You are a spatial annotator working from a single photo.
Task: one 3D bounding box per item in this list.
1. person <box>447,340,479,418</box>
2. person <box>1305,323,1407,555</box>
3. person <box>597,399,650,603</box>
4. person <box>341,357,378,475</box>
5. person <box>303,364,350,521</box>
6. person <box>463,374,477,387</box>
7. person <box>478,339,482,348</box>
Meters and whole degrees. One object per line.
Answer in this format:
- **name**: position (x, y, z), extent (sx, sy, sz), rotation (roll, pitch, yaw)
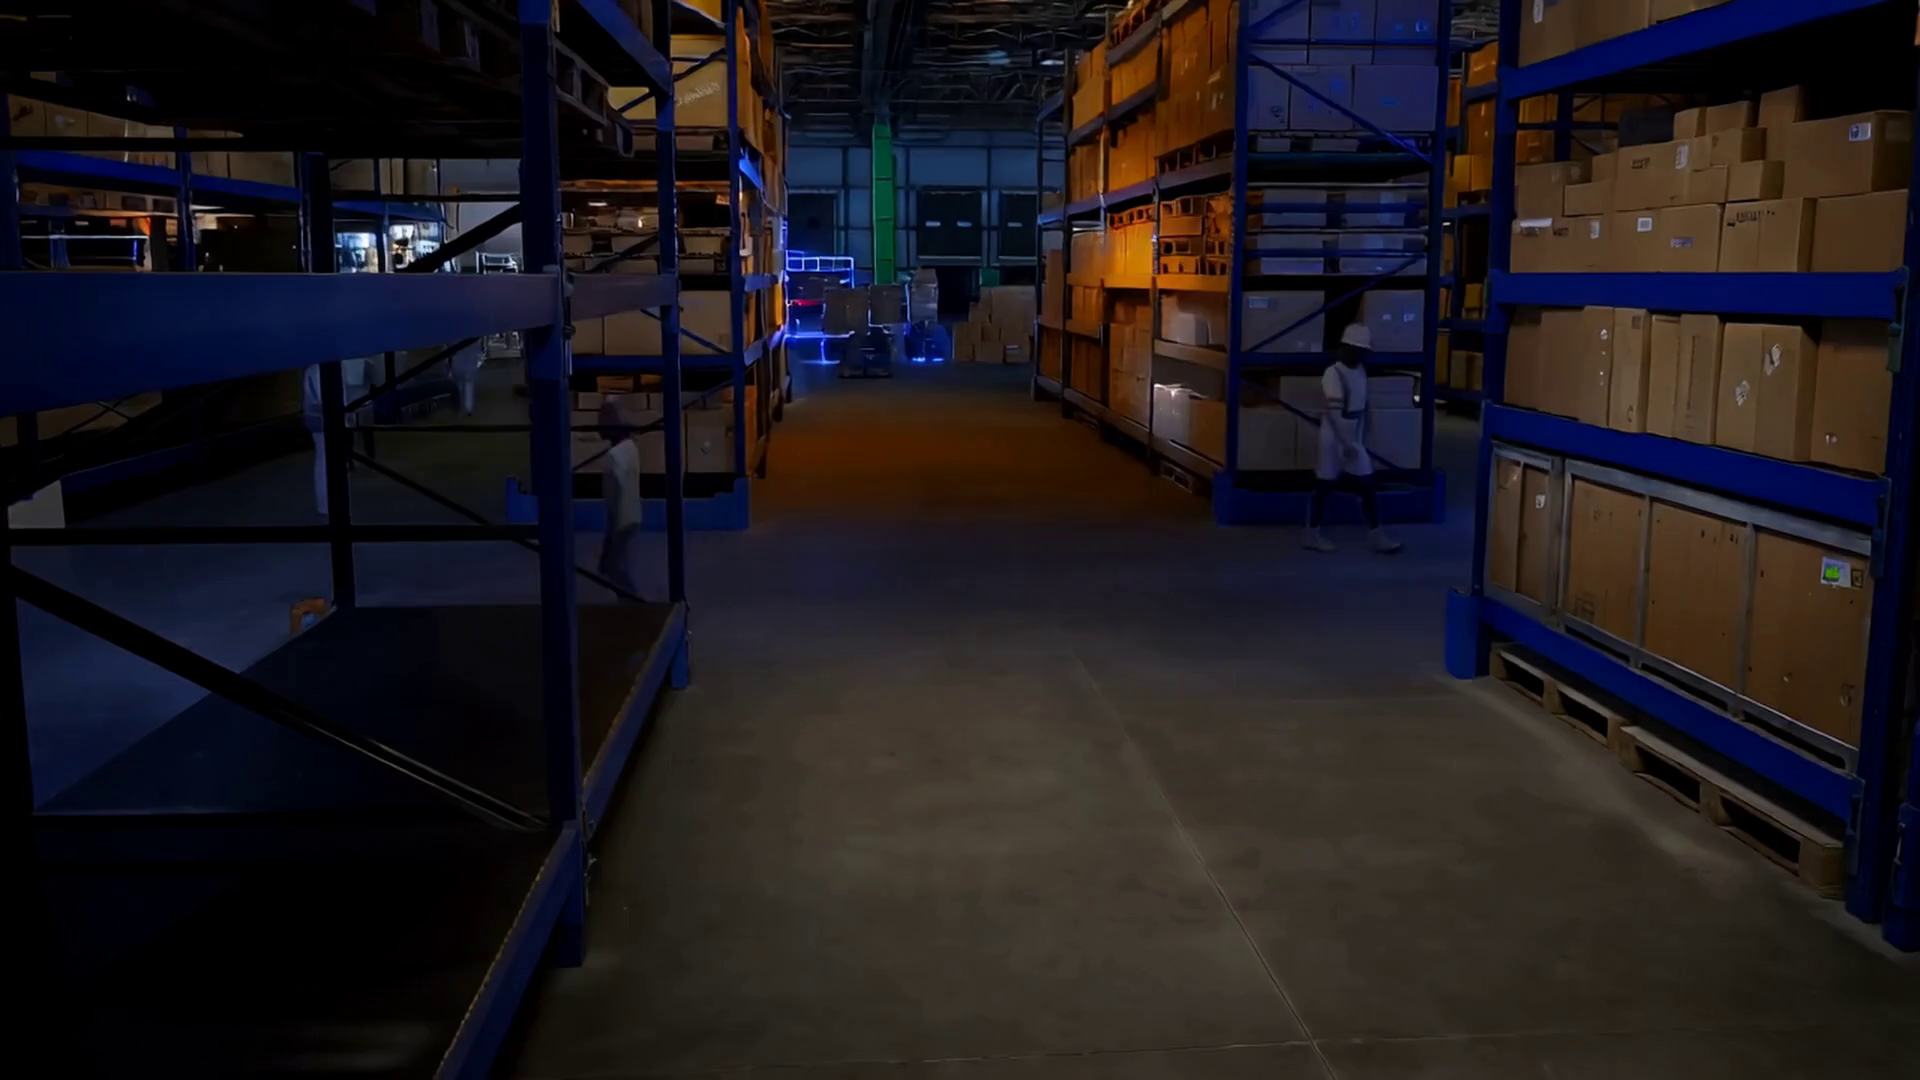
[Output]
- **person**: position (-8.360, -2.883, 27.980), extent (0.544, 1.678, 0.580), rotation (-1, 9, -6)
- **person**: position (3.358, -0.841, 14.194), extent (0.625, 1.988, 1.034), rotation (-8, 12, -40)
- **person**: position (-2.179, -0.094, 10.641), extent (0.352, 1.619, 0.527), rotation (0, 9, -3)
- **person**: position (-7.287, -1.624, 20.043), extent (0.541, 1.693, 0.315), rotation (-6, 11, -33)
- **person**: position (-6.198, -1.094, 16.308), extent (0.430, 1.833, 0.633), rotation (-4, 10, -24)
- **person**: position (-10.659, -4.203, 35.727), extent (0.437, 1.854, 0.526), rotation (-8, 12, -39)
- **person**: position (-15.962, -7.271, 54.817), extent (0.391, 1.913, 0.587), rotation (-8, 12, -40)
